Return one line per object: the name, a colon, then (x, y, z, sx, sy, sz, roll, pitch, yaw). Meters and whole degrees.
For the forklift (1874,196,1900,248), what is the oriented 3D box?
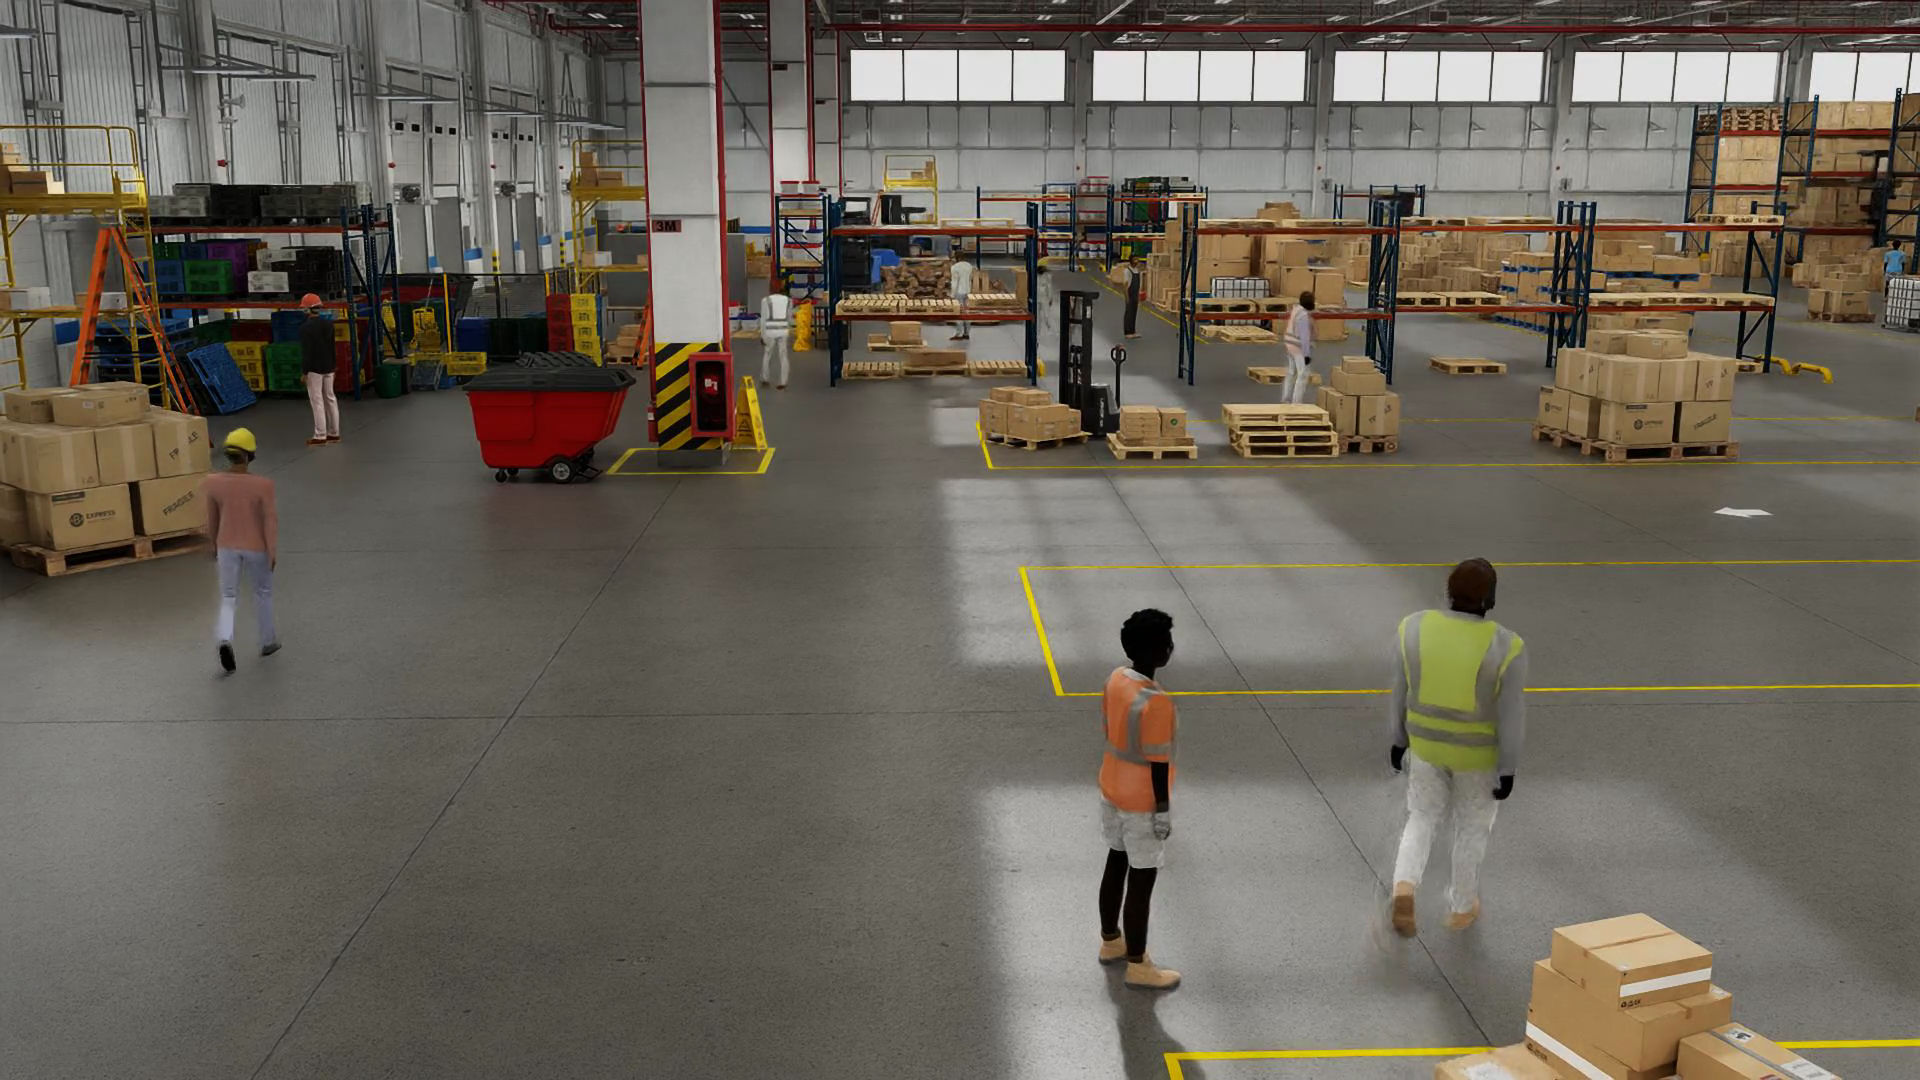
forklift: (29.999, -9.760, 53.788, 1.873, 2.768, 1.129, 0, 12, -2)

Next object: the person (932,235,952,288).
person: (-0.560, -8.768, 51.466, 0.627, 1.934, 0.371, -2, 13, -8)

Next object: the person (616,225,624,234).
person: (-10.752, -9.011, 52.699, 0.559, 1.881, 1.038, 3, 13, 15)

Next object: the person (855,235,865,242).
person: (-3.194, -9.264, 54.372, 0.515, 1.641, 0.309, -1, 13, -3)

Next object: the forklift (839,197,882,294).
forklift: (-3.050, -8.675, 48.889, 1.129, 2.768, 1.873, 3, 13, 14)

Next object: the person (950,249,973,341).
person: (0.007, -5.213, 35.409, 0.373, 1.937, 0.630, 10, 16, 37)

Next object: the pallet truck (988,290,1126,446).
pallet truck: (1.257, -2.299, 22.111, 1.885, 1.965, 0.823, -9, 15, -35)

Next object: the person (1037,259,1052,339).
person: (1.759, -5.168, 35.675, 0.494, 1.723, 0.529, 6, 14, 27)

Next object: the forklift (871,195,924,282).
forklift: (-2.239, -9.685, 53.448, 1.873, 2.768, 1.129, -7, 14, -29)

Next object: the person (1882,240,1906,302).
person: (25.714, -7.394, 45.798, 0.532, 1.697, 0.319, 5, 13, 21)

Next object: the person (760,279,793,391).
person: (-3.035, -3.385, 27.440, 0.585, 1.822, 1.017, -5, 14, -23)

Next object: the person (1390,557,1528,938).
person: (2.274, 0.982, 7.687, 0.638, 1.827, 0.675, 9, 15, 34)

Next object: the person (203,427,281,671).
person: (-5.201, 0.063, 12.027, 0.520, 1.743, 0.771, -2, 13, -7)

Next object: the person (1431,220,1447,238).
person: (16.603, -10.159, 57.812, 0.613, 1.904, 0.463, -3, 13, -14)

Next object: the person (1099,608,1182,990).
person: (0.788, 1.127, 7.328, 0.321, 1.696, 0.537, -4, 13, -18)

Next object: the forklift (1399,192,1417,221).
forklift: (16.061, -11.118, 59.920, 1.873, 2.768, 1.129, 0, 12, -2)

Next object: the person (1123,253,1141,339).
person: (3.710, -5.257, 35.846, 0.342, 1.841, 0.512, 10, 16, 38)

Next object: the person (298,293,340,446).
person: (-8.416, -2.226, 21.787, 0.385, 1.993, 0.623, 4, 13, 18)

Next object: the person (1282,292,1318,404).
person: (5.109, -2.834, 25.003, 0.490, 1.805, 0.732, 1, 13, 4)
